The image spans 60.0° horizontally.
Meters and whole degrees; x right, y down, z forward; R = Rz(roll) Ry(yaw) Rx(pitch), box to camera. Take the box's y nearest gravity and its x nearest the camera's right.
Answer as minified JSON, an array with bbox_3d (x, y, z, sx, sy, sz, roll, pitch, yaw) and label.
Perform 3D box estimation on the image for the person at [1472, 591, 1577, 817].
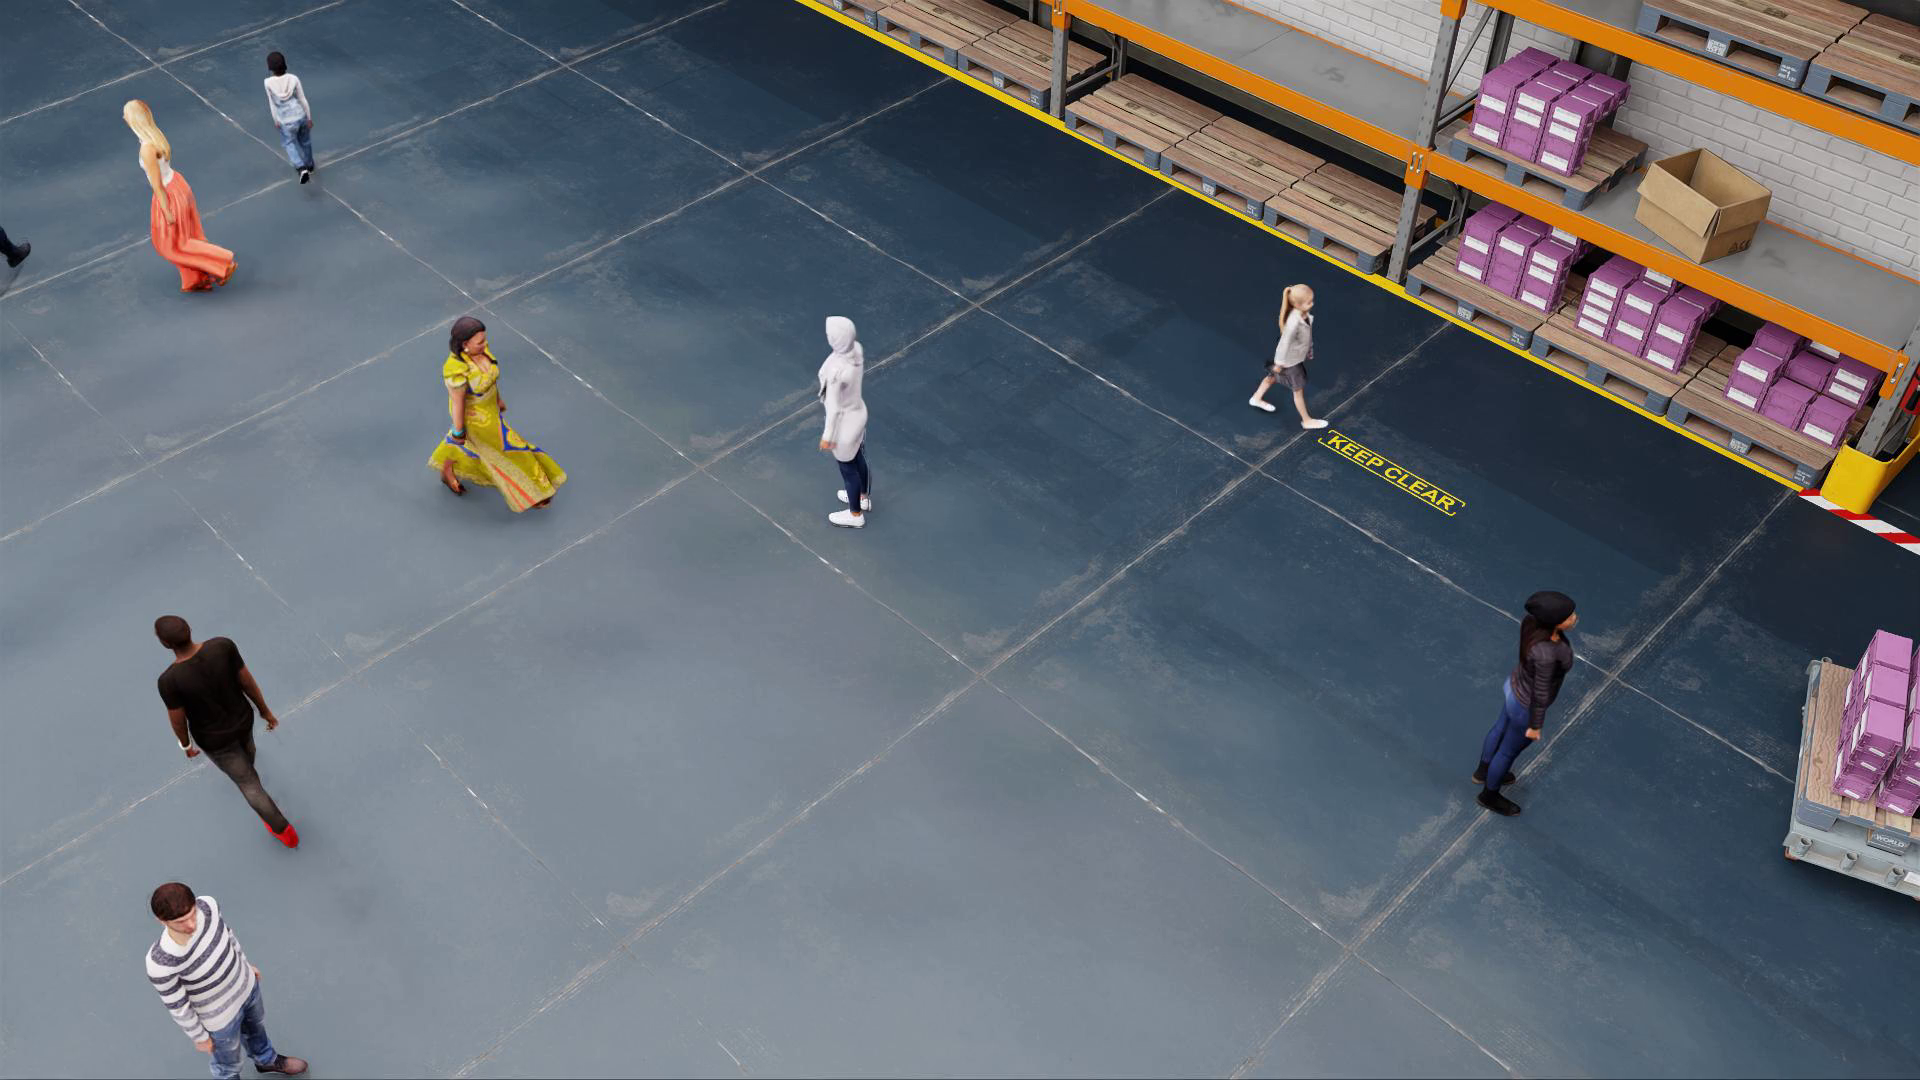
[{"bbox_3d":[3.342,0.948,9.857,0.753,1.745,0.716,5,44,6],"label":"person"}]

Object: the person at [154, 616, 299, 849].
[{"bbox_3d":[-4.203,1.145,9.638,1.163,1.762,0.739,30,51,28],"label":"person"}]

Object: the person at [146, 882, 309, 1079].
[{"bbox_3d":[-3.728,2.297,8.365,0.714,1.850,0.722,9,44,10],"label":"person"}]

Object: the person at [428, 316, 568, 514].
[{"bbox_3d":[-3.531,-0.897,11.892,1.399,1.610,1.260,6,44,6],"label":"person"}]

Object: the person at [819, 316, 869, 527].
[{"bbox_3d":[-0.778,-0.819,11.690,0.677,1.775,0.690,15,46,15],"label":"person"}]

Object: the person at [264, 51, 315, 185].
[{"bbox_3d":[-6.143,-3.864,15.268,0.612,1.250,0.783,-20,47,-19],"label":"person"}]

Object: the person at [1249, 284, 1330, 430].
[{"bbox_3d":[2.467,-1.427,12.715,0.946,1.241,0.714,18,46,18],"label":"person"}]

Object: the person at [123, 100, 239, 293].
[{"bbox_3d":[-6.430,-2.824,13.780,0.915,1.794,0.885,-7,44,-7],"label":"person"}]
